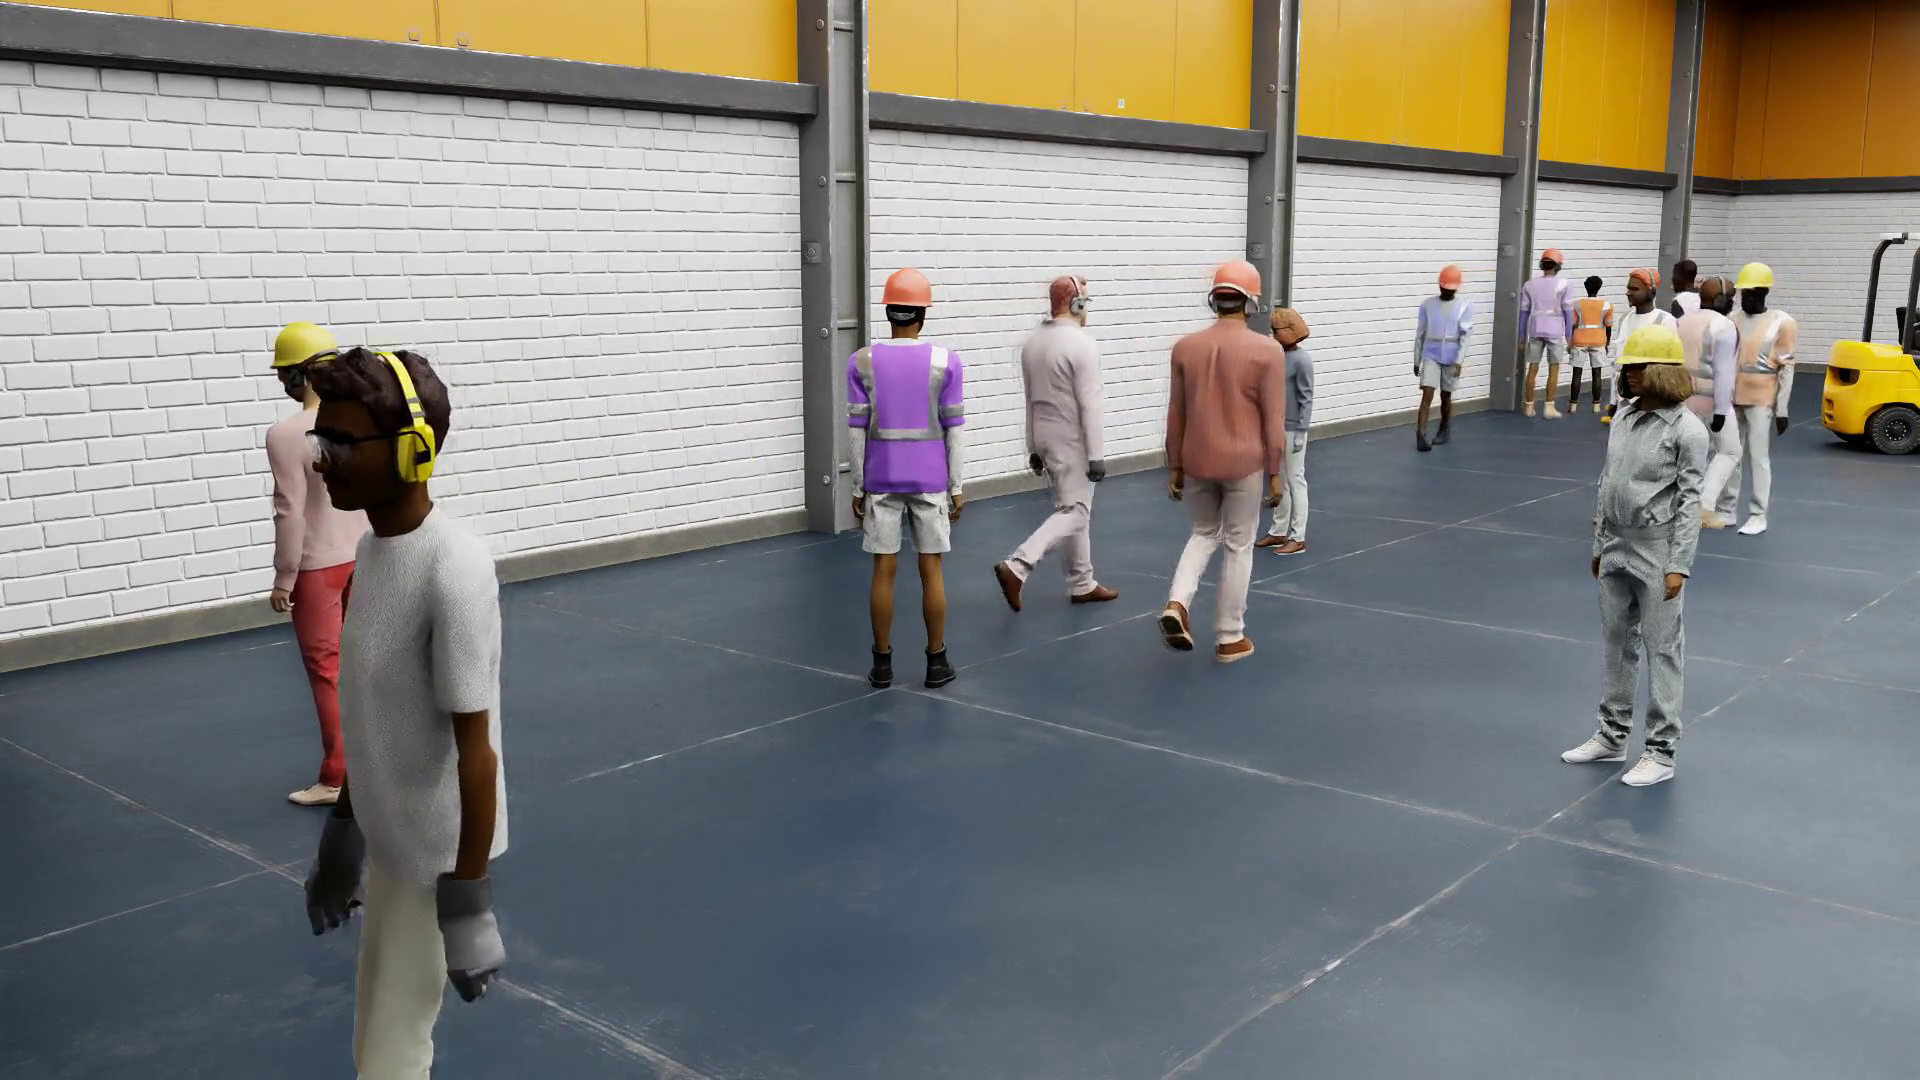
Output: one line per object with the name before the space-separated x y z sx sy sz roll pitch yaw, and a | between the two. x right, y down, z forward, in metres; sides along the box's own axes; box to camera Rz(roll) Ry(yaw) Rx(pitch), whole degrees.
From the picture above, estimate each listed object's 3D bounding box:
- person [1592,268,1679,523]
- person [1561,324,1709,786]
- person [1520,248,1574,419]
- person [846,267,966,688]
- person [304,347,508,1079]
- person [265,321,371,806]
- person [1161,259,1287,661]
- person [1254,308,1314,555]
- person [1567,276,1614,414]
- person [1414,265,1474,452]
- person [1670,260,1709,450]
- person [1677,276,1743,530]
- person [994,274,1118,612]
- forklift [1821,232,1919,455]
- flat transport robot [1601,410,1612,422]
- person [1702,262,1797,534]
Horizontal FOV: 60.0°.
person | 4.897 -1.008 11.997 0.357 1.881 0.574 -3 10 -18
person | 2.585 0.057 6.330 0.295 1.744 0.484 -4 11 -21
person | 7.018 -2.464 19.878 0.615 2.033 0.429 8 13 39
person | -0.245 -0.274 7.659 0.546 1.938 0.360 1 10 3
person | -1.010 0.584 2.986 0.496 1.860 0.551 -6 12 -33
person | -2.324 0.090 6.079 0.330 1.765 0.533 4 11 20
person | 1.283 -0.368 8.110 0.615 1.977 0.556 7 12 36
person | 2.165 -0.722 11.070 0.280 1.633 0.498 -3 10 -17
person | 7.730 -2.394 20.438 0.534 1.691 0.318 2 10 13
person | 4.890 -1.845 16.858 0.553 1.873 0.950 3 10 16
person | 7.124 -1.755 16.313 0.609 1.947 0.446 -8 13 -39
person | 5.338 -0.964 11.925 0.452 1.828 0.629 -3 10 -16
person | 0.552 -0.532 9.265 0.821 1.881 0.648 -5 11 -25
forklift | 9.955 -1.972 16.595 2.313 2.155 1.214 1 10 8
flat transport robot | 7.995 -1.499 19.375 0.652 0.197 1.431 7 12 35
person | 5.624 -1.010 11.878 0.369 1.926 0.603 -6 12 -31
